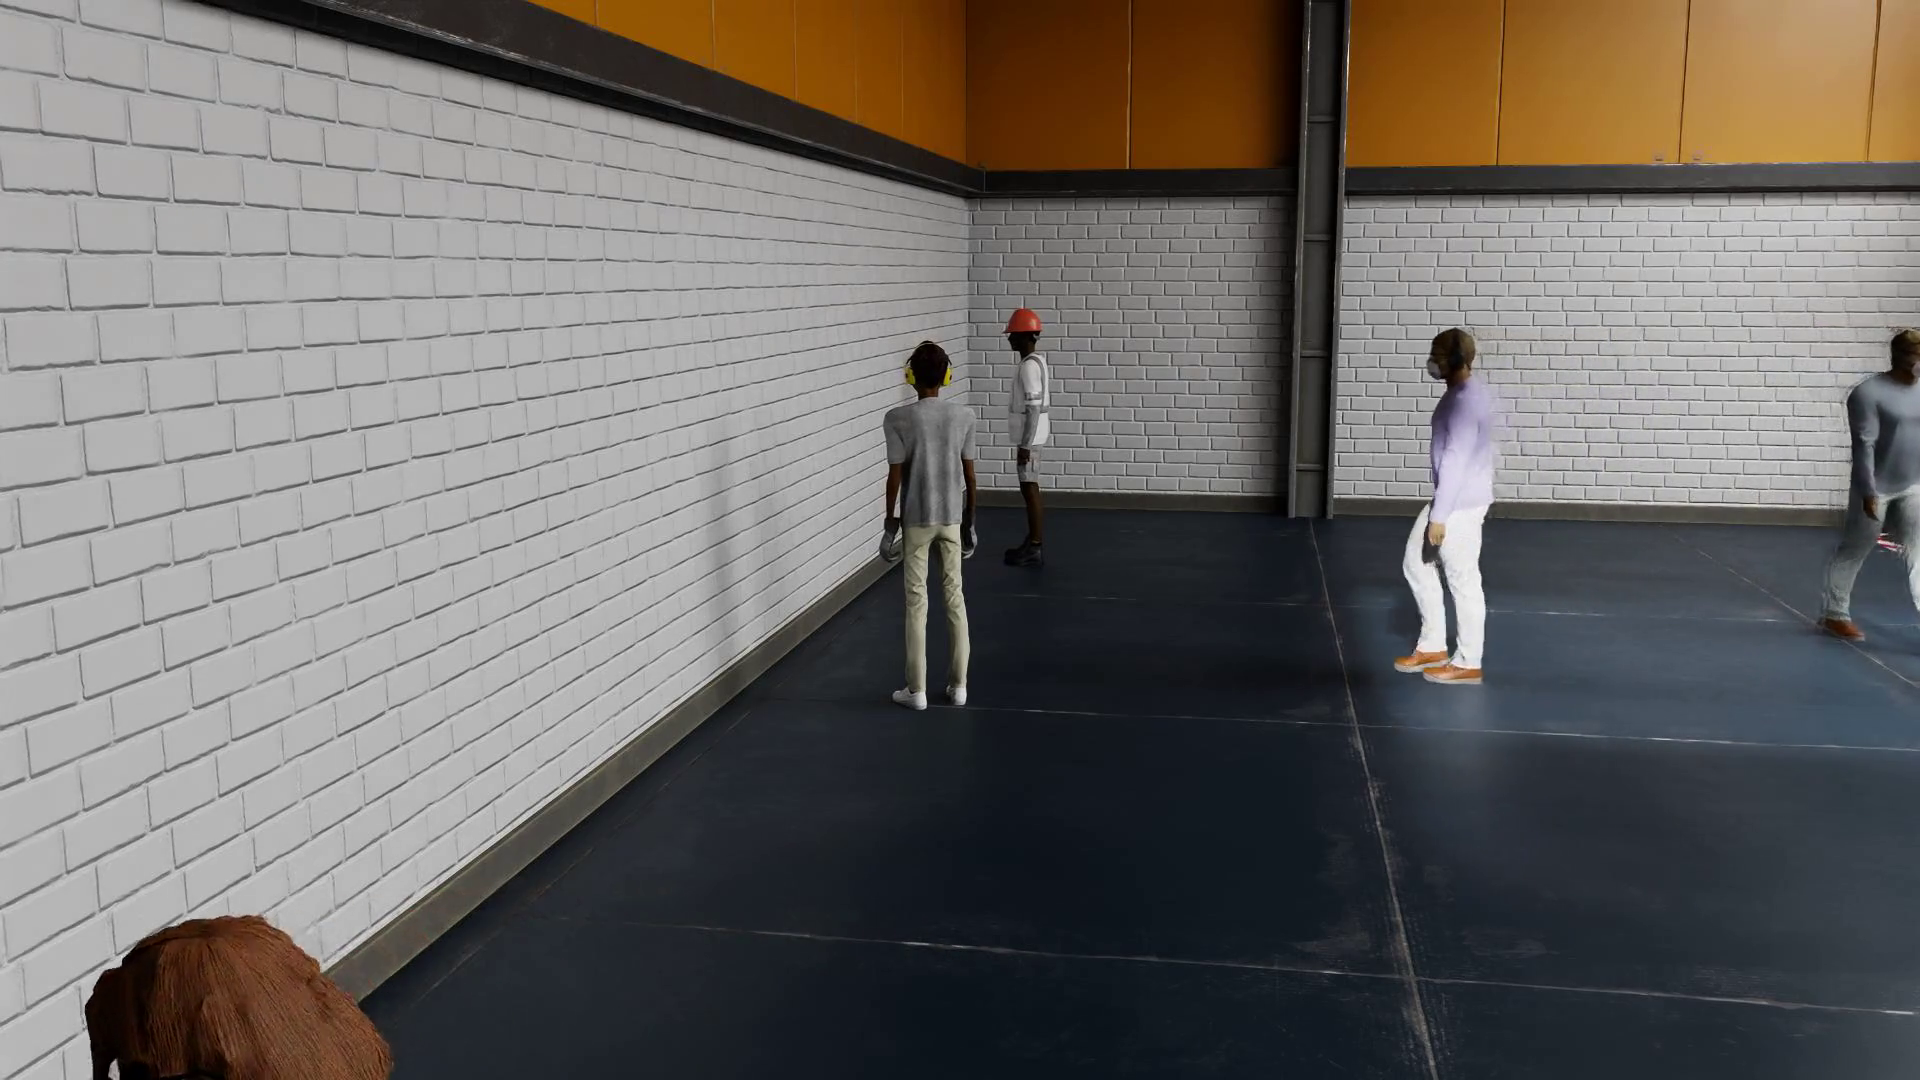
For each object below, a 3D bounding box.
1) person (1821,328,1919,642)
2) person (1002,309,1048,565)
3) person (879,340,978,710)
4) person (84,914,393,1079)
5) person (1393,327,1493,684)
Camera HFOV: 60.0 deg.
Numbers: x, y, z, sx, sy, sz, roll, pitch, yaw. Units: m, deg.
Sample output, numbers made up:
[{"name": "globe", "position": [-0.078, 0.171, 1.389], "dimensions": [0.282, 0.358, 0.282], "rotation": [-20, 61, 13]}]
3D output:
[{"name": "person", "position": [5.473, -0.278, 9.680], "dimensions": [0.636, 1.884, 1.012], "rotation": [-1, 9, -8]}, {"name": "person", "position": [0.489, -0.776, 12.618], "dimensions": [0.358, 1.936, 0.552], "rotation": [1, 9, 4]}, {"name": "person", "position": [-0.160, -0.066, 8.457], "dimensions": [0.515, 1.862, 0.329], "rotation": [-3, 10, -19]}, {"name": "person", "position": [-0.723, 1.155, 1.701], "dimensions": [0.887, 1.579, 0.512], "rotation": [0, 9, 0]}, {"name": "person", "position": [2.559, -0.174, 8.924], "dimensions": [0.612, 1.920, 0.660], "rotation": [2, 9, 14]}]
